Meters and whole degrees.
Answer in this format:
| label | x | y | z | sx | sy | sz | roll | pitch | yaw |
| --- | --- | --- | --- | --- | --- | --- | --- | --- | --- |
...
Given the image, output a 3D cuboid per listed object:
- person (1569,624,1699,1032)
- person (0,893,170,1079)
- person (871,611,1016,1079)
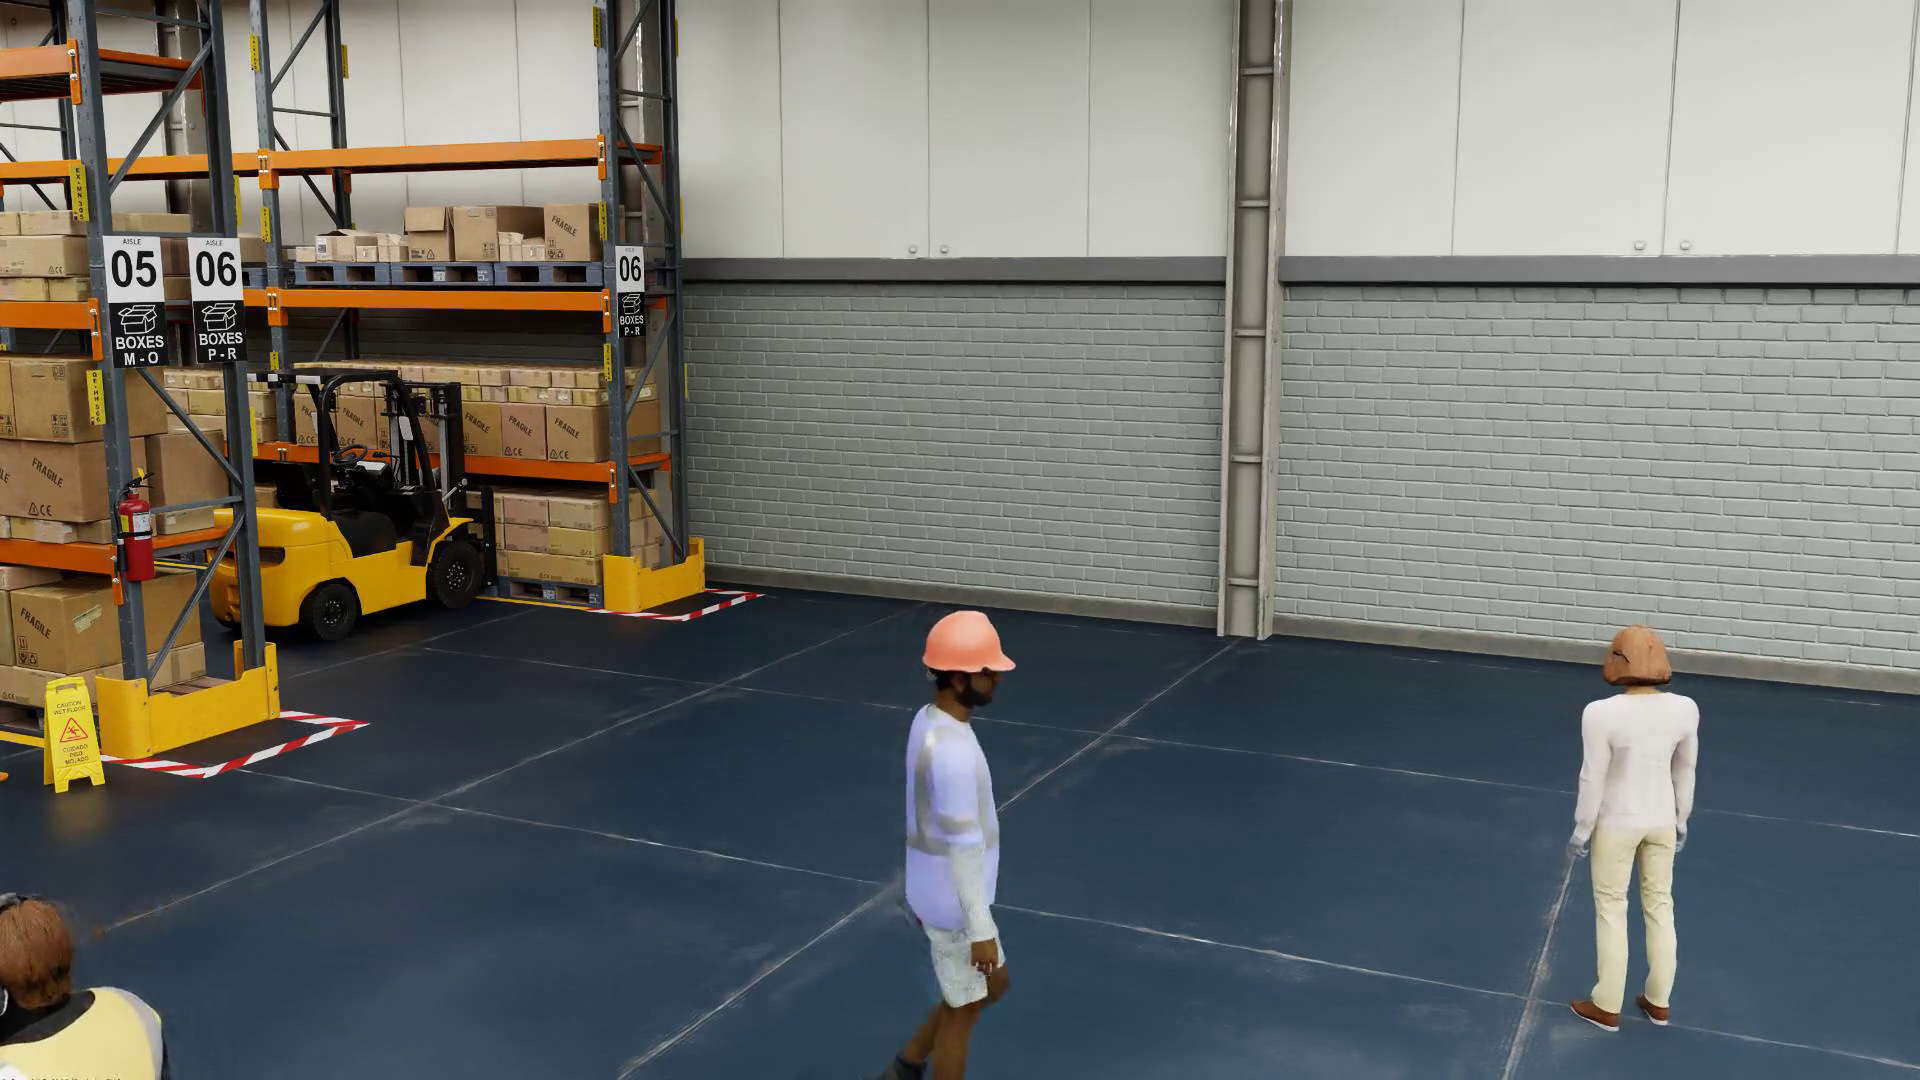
| label | x | y | z | sx | sy | sz | roll | pitch | yaw |
| --- | --- | --- | --- | --- | --- | --- | --- | --- | --- |
| person | 2.683 | 1.146 | 6.643 | 0.507 | 1.630 | 0.268 | -2 | 9 | -10 |
| person | -1.959 | 1.594 | 3.389 | 0.927 | 1.794 | 0.654 | 0 | 9 | 1 |
| person | -0.016 | 1.179 | 5.549 | 0.447 | 1.920 | 0.552 | -1 | 9 | -3 |
